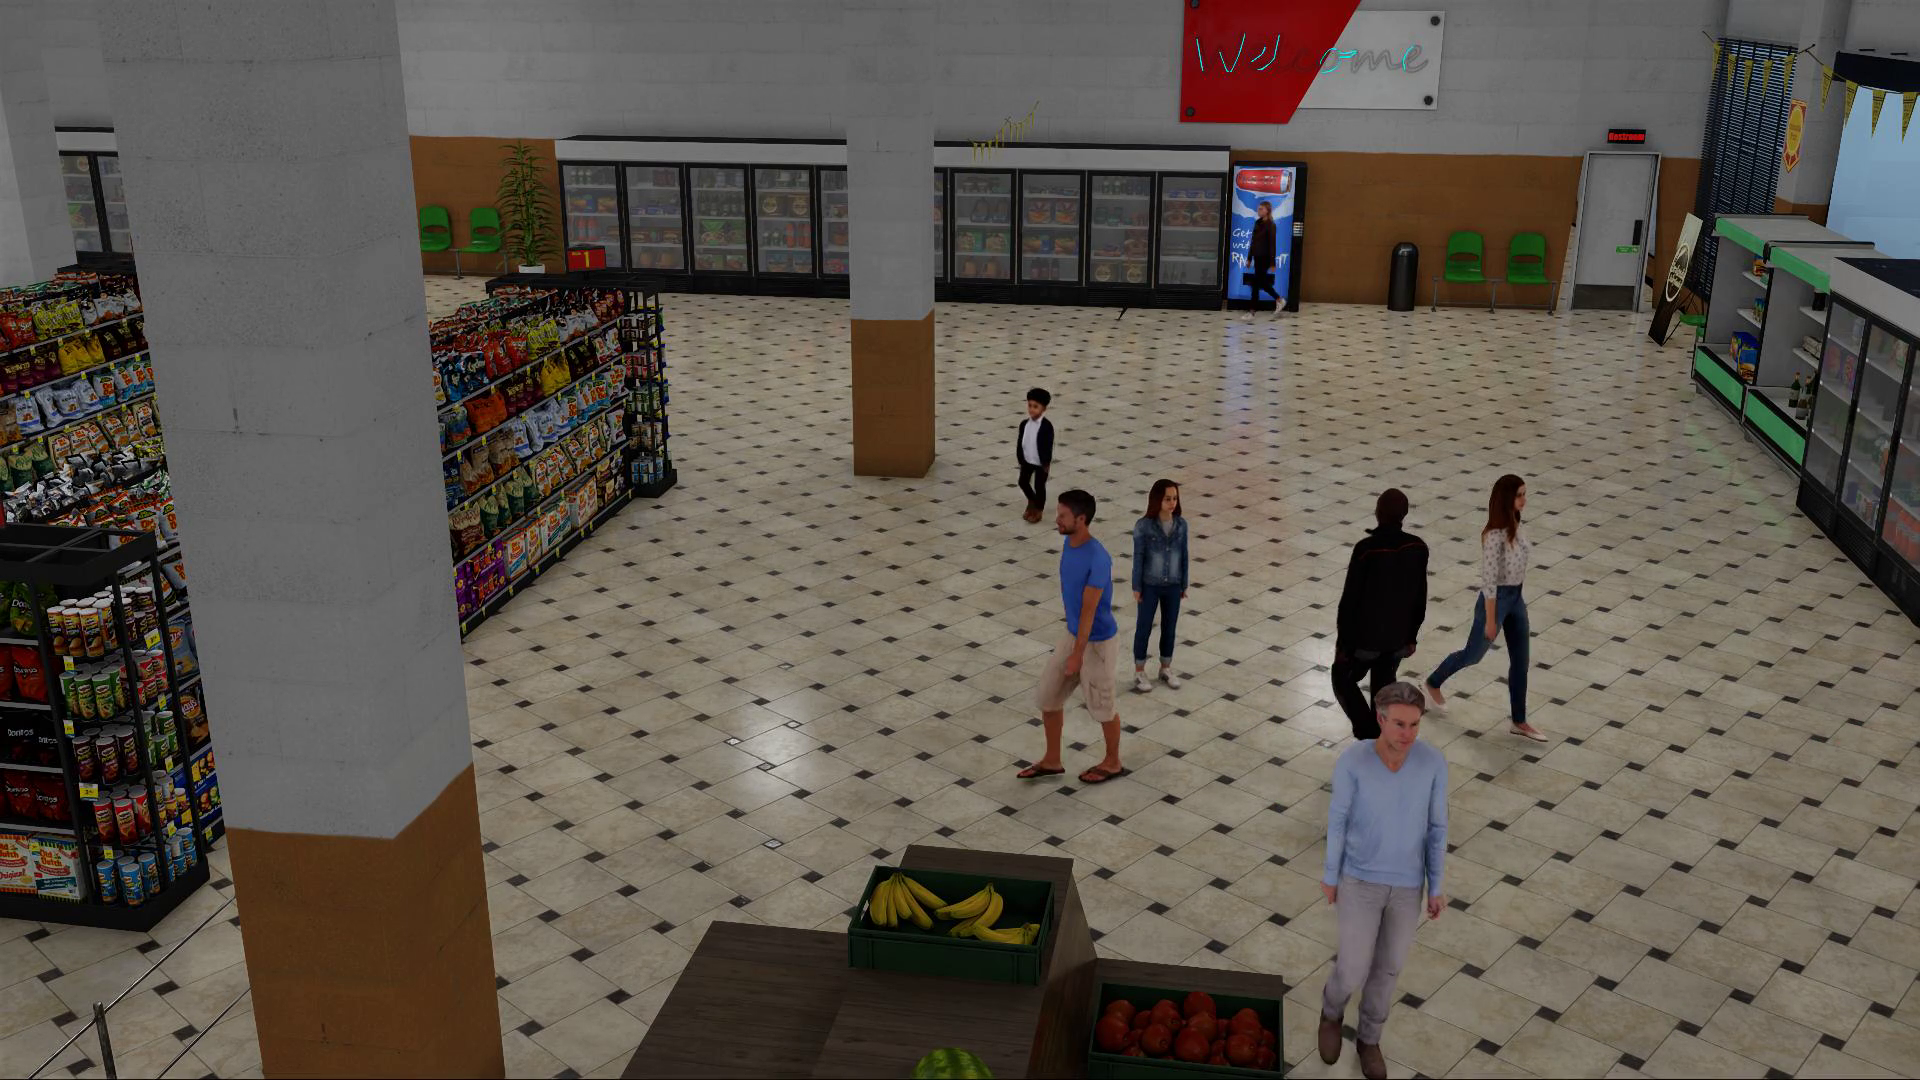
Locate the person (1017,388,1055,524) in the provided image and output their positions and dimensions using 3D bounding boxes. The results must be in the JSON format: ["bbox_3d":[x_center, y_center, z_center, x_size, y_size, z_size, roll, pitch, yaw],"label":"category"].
[{"bbox_3d":[0.705,-0.767,14.860,0.584,1.220,0.603,13,22,33],"label":"person"}]

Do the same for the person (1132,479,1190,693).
[{"bbox_3d":[1.351,0.296,11.309,0.633,1.475,0.627,-5,19,-15],"label":"person"}]

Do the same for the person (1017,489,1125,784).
[{"bbox_3d":[0.841,0.580,9.899,0.971,1.838,0.946,-10,21,-26],"label":"person"}]

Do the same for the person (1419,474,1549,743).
[{"bbox_3d":[3.356,0.414,10.619,1.126,1.693,1.093,-16,25,-40],"label":"person"}]

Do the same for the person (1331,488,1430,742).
[{"bbox_3d":[2.526,0.593,9.899,0.878,1.814,0.953,-5,19,-14],"label":"person"}]

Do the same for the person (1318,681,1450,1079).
[{"bbox_3d":[1.808,1.448,7.255,0.730,1.882,0.768,-1,19,-4],"label":"person"}]

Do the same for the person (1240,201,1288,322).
[{"bbox_3d":[4.352,-3.943,23.569,1.038,1.674,1.098,-8,20,-22],"label":"person"}]
